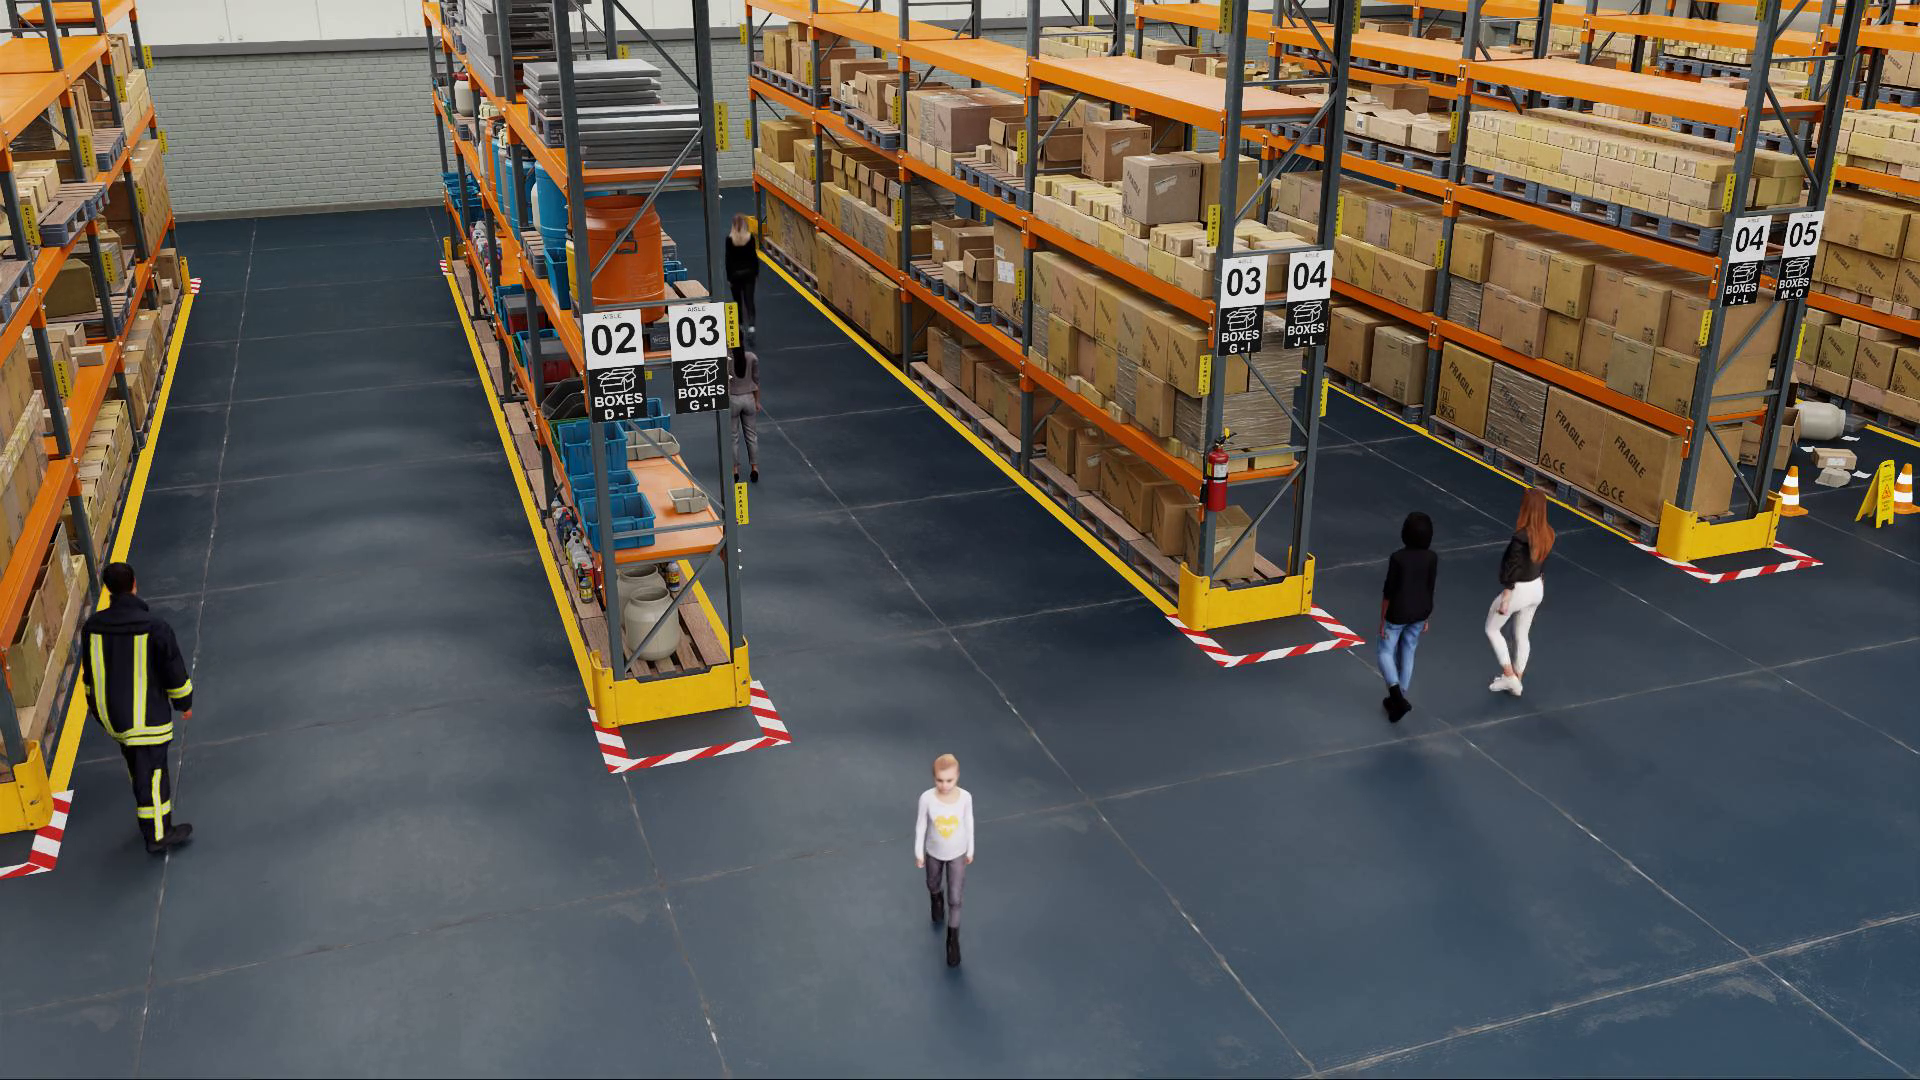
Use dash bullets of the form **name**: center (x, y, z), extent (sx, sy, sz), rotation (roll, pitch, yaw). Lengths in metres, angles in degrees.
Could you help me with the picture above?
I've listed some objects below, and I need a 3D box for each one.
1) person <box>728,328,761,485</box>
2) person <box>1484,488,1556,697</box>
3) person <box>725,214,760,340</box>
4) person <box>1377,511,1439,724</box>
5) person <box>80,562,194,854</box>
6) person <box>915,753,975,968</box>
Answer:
- **person**: center (-2.287, -1.390, 17.230), extent (0.619, 1.679, 0.591), rotation (-9, 24, -21)
- **person**: center (4.354, 0.443, 12.726), extent (0.652, 1.694, 0.642), rotation (-12, 25, -27)
- **person**: center (-2.921, -3.527, 22.486), extent (0.644, 1.653, 1.135), rotation (-7, 23, -16)
- **person**: center (3.324, 0.618, 12.309), extent (0.676, 1.686, 0.892), rotation (-3, 22, -7)
- **person**: center (-5.416, 1.120, 10.847), extent (1.057, 1.864, 1.167), rotation (3, 22, 8)
- **person**: center (-0.090, 1.820, 9.922), extent (0.689, 1.268, 0.954), rotation (0, 22, 0)
